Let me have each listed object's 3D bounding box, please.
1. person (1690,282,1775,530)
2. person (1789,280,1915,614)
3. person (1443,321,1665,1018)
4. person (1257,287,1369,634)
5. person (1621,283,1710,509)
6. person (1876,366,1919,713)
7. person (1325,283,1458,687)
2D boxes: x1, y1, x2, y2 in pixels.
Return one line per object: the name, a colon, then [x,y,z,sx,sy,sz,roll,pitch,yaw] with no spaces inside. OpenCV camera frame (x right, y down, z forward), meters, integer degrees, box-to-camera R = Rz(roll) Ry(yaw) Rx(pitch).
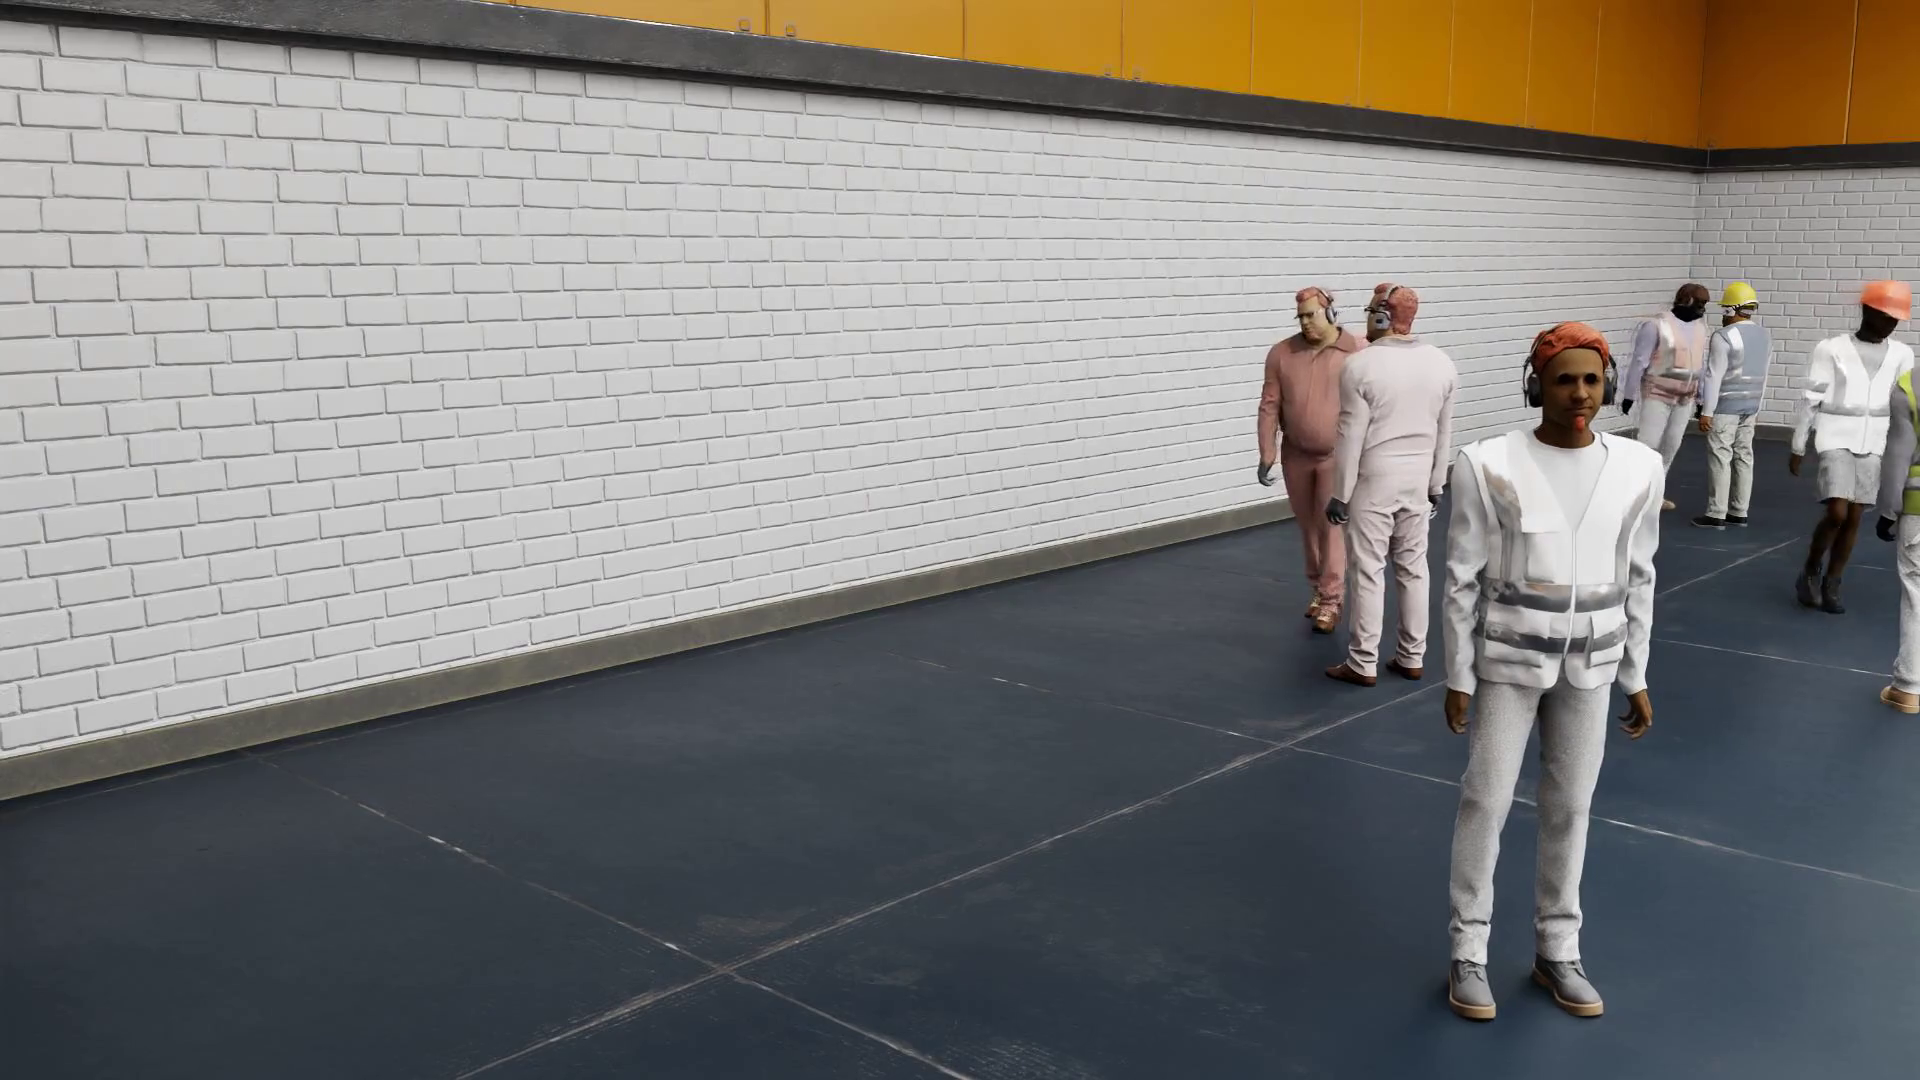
person: [5.719,-0.987,12.332,0.596,1.826,0.403,-5,11,-26]
person: [5.048,-0.512,9.405,0.607,1.896,0.415,1,10,4]
person: [1.583,0.359,4.486,0.575,1.882,0.359,0,10,-1]
person: [1.938,-0.436,9.083,0.655,1.856,0.952,5,11,27]
person: [5.611,-1.123,13.158,0.658,1.804,0.453,-4,11,-20]
person: [4.412,-0.131,7.393,0.619,1.845,0.430,3,10,16]
person: [2.020,-0.257,7.919,0.652,1.909,0.409,-4,11,-23]
